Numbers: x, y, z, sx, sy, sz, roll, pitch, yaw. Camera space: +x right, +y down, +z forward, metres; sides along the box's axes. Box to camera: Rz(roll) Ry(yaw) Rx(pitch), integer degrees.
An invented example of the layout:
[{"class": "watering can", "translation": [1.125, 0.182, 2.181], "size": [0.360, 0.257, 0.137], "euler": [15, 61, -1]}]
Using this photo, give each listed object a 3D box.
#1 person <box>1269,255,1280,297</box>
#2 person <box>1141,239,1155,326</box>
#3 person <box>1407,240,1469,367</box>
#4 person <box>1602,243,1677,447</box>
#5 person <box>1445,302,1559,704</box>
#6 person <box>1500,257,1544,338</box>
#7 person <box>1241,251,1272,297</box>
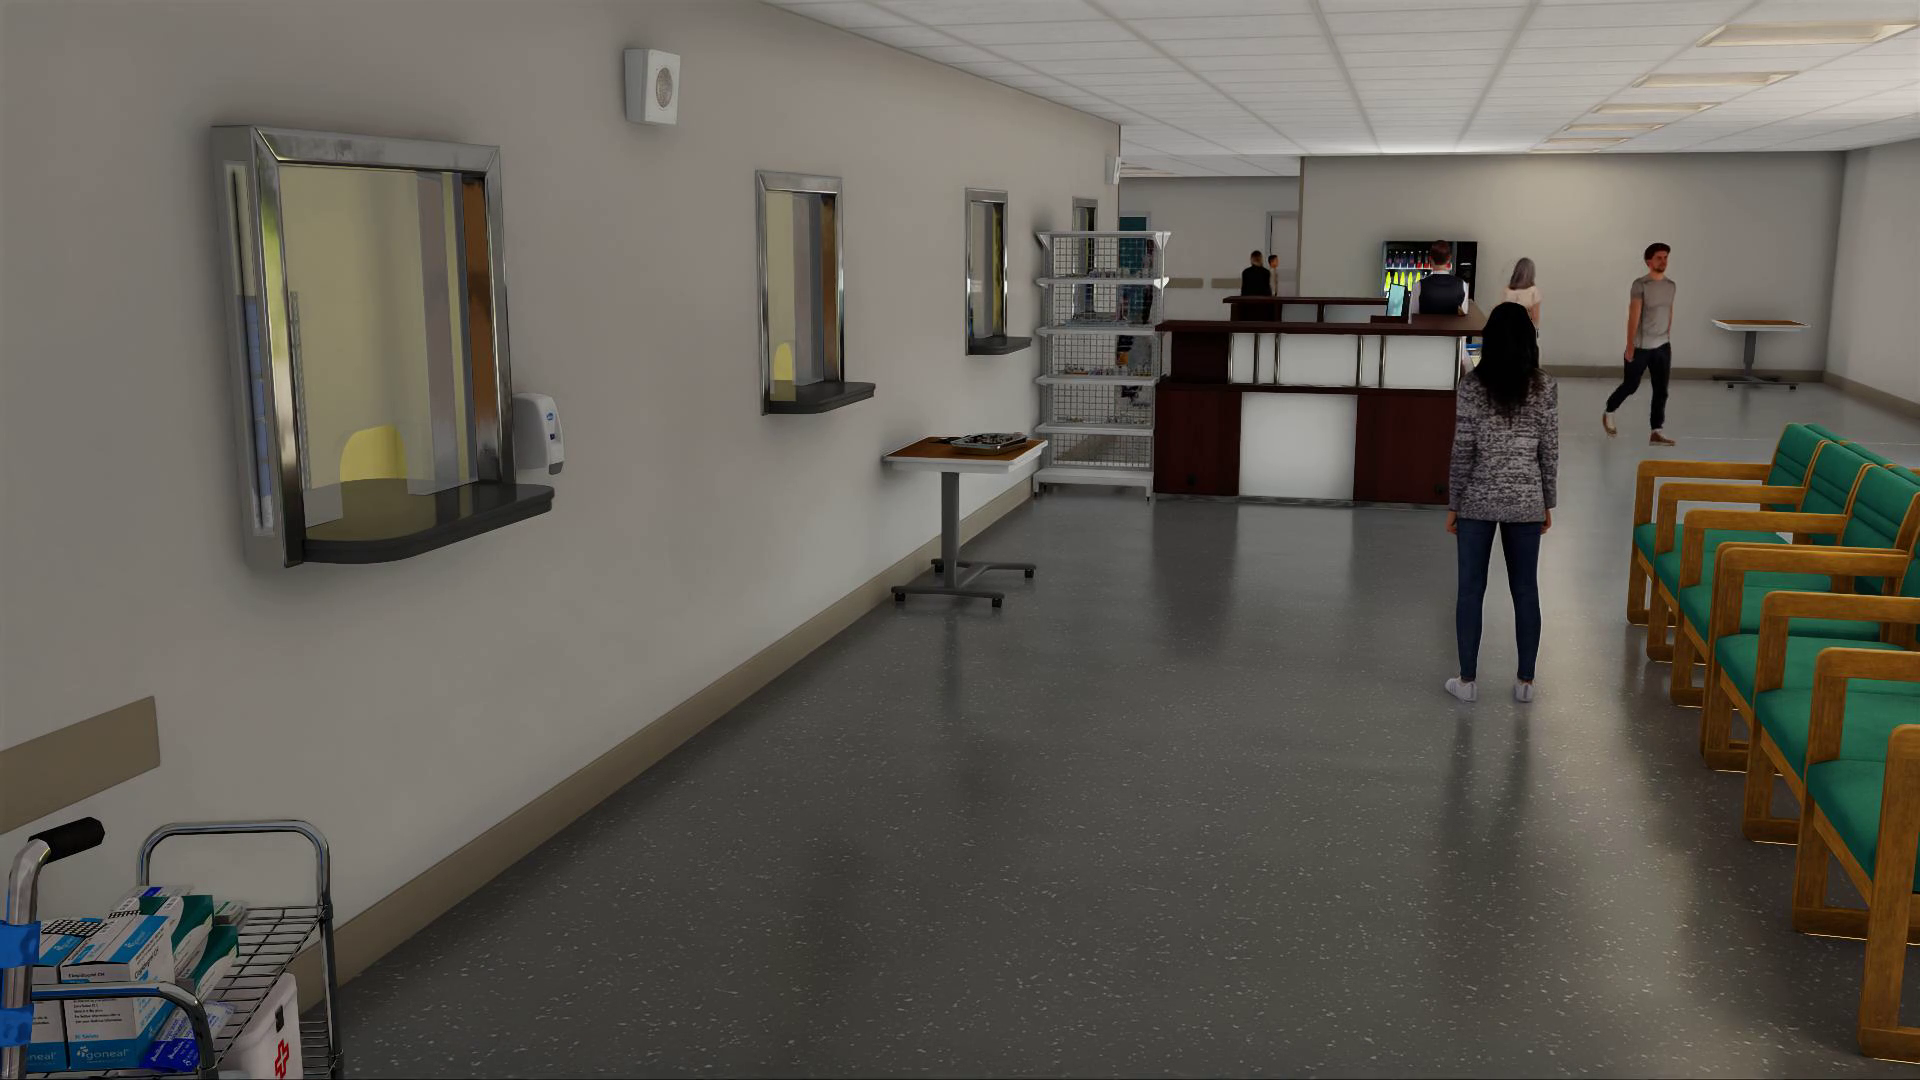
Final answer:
[{"class": "person", "translation": [6.109, -4.838, 32.582], "size": [0.493, 1.462, 0.559], "euler": [2, 11, 13]}, {"class": "person", "translation": [3.693, -5.000, 32.602], "size": [0.580, 1.773, 0.645], "euler": [5, 12, 24]}, {"class": "person", "translation": [4.025, -1.560, 14.039], "size": [0.531, 1.935, 0.729], "euler": [2, 11, 9]}, {"class": "person", "translation": [6.396, -1.818, 15.599], "size": [1.206, 1.861, 1.083], "euler": [-2, 11, -12]}, {"class": "person", "translation": [2.341, -0.163, 7.227], "size": [0.517, 1.731, 0.710], "euler": [1, 11, 5]}, {"class": "person", "translation": [5.553, -1.933, 16.650], "size": [1.182, 1.695, 0.961], "euler": [7, 13, 34]}, {"class": "person", "translation": [4.473, -3.533, 25.228], "size": [0.895, 1.640, 0.712], "euler": [4, 11, 19]}]
